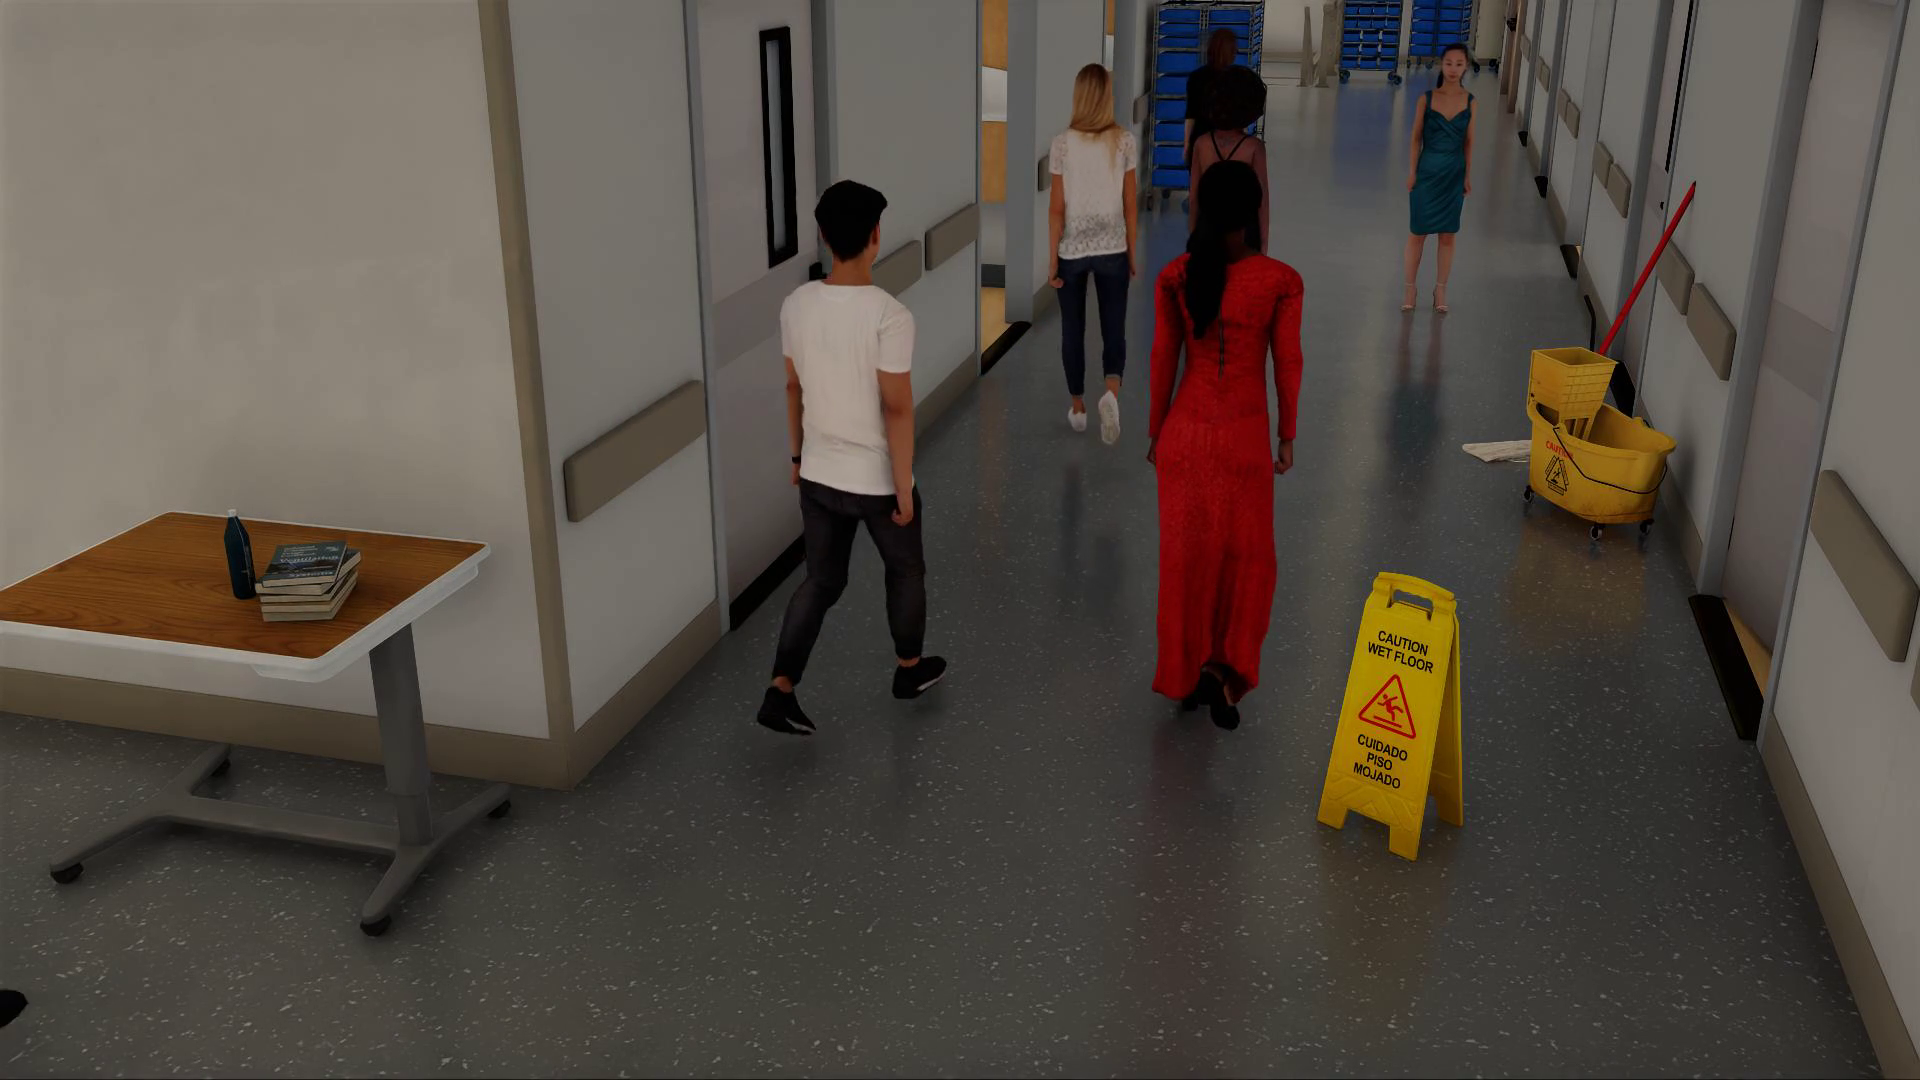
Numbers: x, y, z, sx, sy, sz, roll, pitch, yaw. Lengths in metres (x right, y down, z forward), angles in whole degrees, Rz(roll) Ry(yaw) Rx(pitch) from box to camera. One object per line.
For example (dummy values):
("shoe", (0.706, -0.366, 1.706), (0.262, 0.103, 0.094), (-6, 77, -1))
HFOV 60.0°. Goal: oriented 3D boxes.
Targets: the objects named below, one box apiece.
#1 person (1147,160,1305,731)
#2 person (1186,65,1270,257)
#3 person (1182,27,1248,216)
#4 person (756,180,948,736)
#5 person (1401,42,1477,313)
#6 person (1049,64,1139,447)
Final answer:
("person", (0.761, -0.231, 5.082), (0.619, 1.760, 0.874), (6, 22, 15))
("person", (1.287, -1.383, 8.083), (0.616, 1.788, 0.605), (11, 23, 27))
("person", (1.791, -2.750, 11.820), (0.604, 1.697, 0.562), (6, 22, 16))
("person", (-0.379, -0.187, 5.038), (0.859, 1.678, 1.158), (12, 24, 29))
("person", (3.075, -2.310, 10.668), (0.572, 1.692, 0.505), (3, 21, 8))
("person", (0.638, -1.290, 7.844), (0.772, 1.783, 1.116), (0, 21, -1))
